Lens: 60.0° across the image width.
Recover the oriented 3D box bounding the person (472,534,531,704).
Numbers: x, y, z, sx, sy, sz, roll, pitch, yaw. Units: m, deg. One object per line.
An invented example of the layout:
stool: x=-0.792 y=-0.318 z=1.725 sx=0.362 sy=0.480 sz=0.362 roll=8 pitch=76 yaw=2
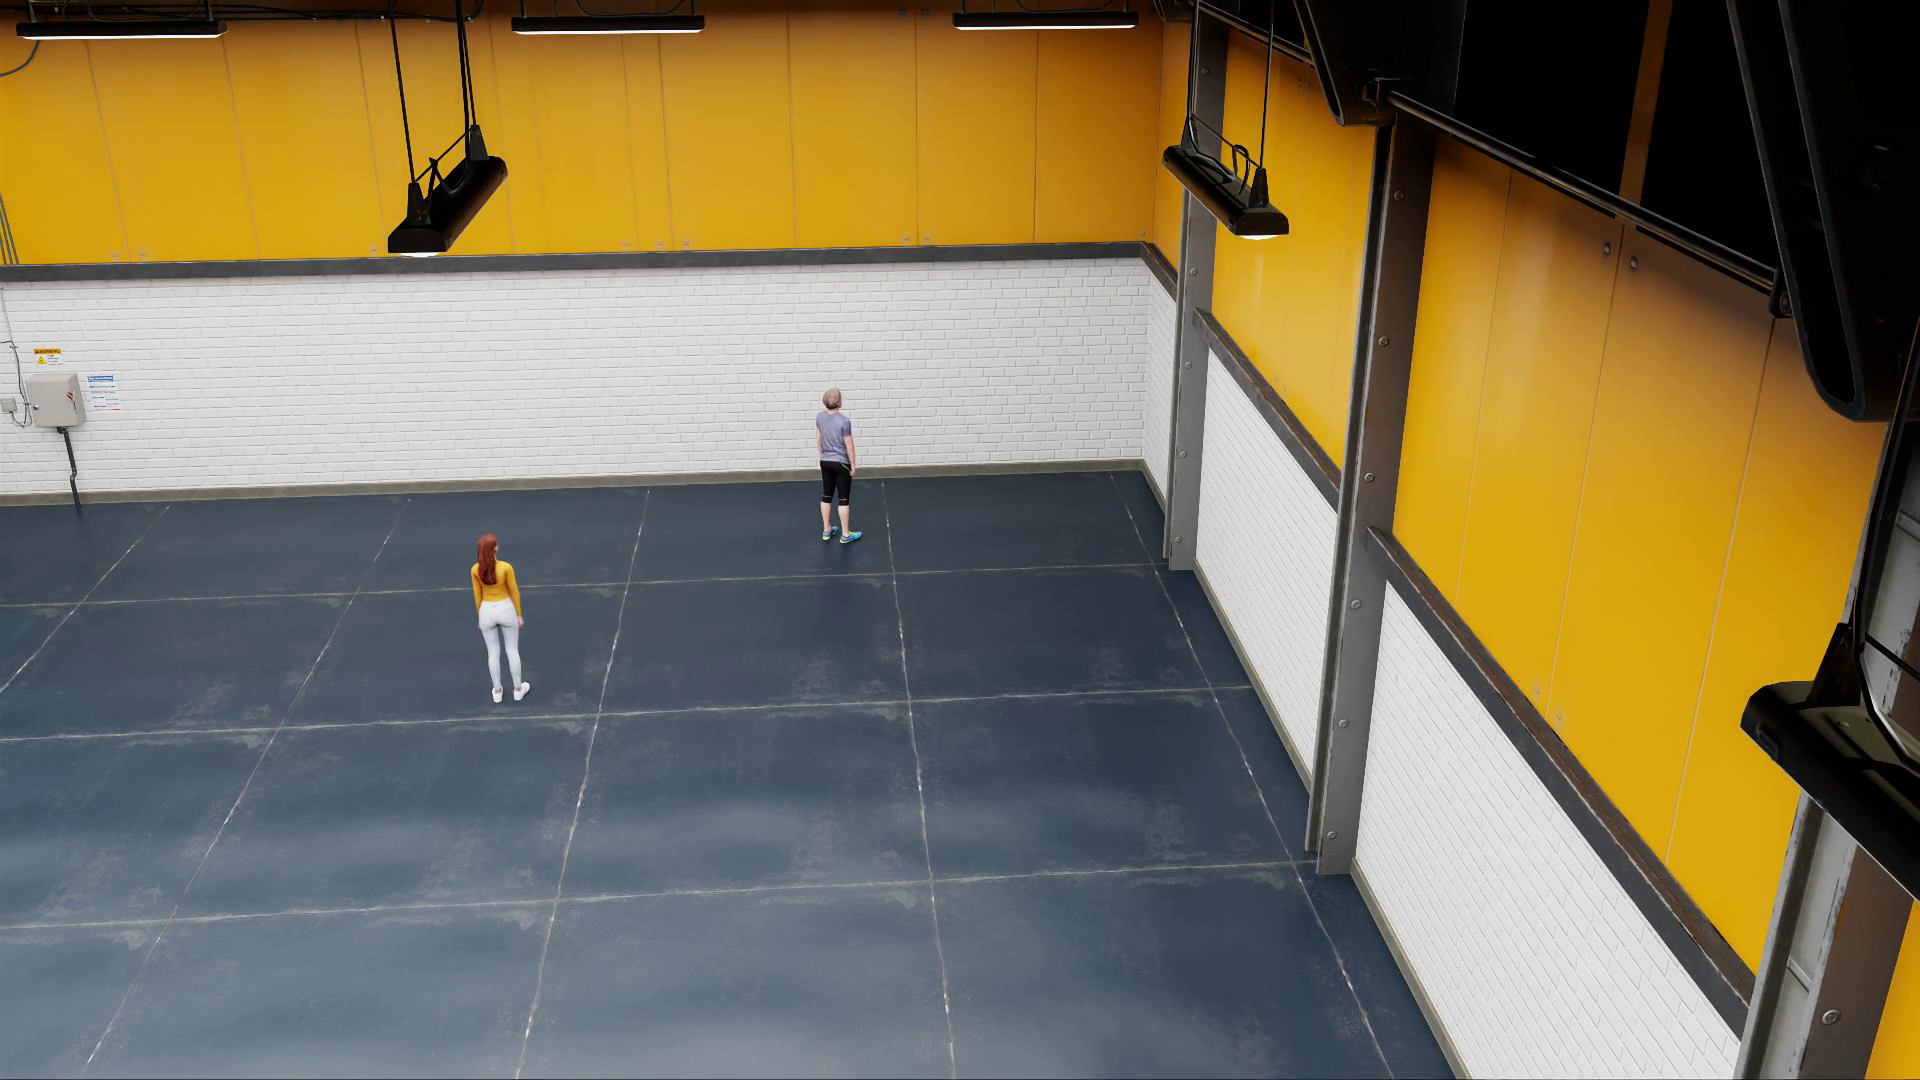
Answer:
person: x=-4.437 y=0.743 z=15.992 sx=0.577 sy=1.751 sz=0.549 roll=-3 pitch=24 yaw=-6

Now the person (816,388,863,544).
person: x=-1.457 y=-0.885 z=19.545 sx=0.760 sy=1.888 sz=0.786 roll=14 pitch=27 yaw=29
